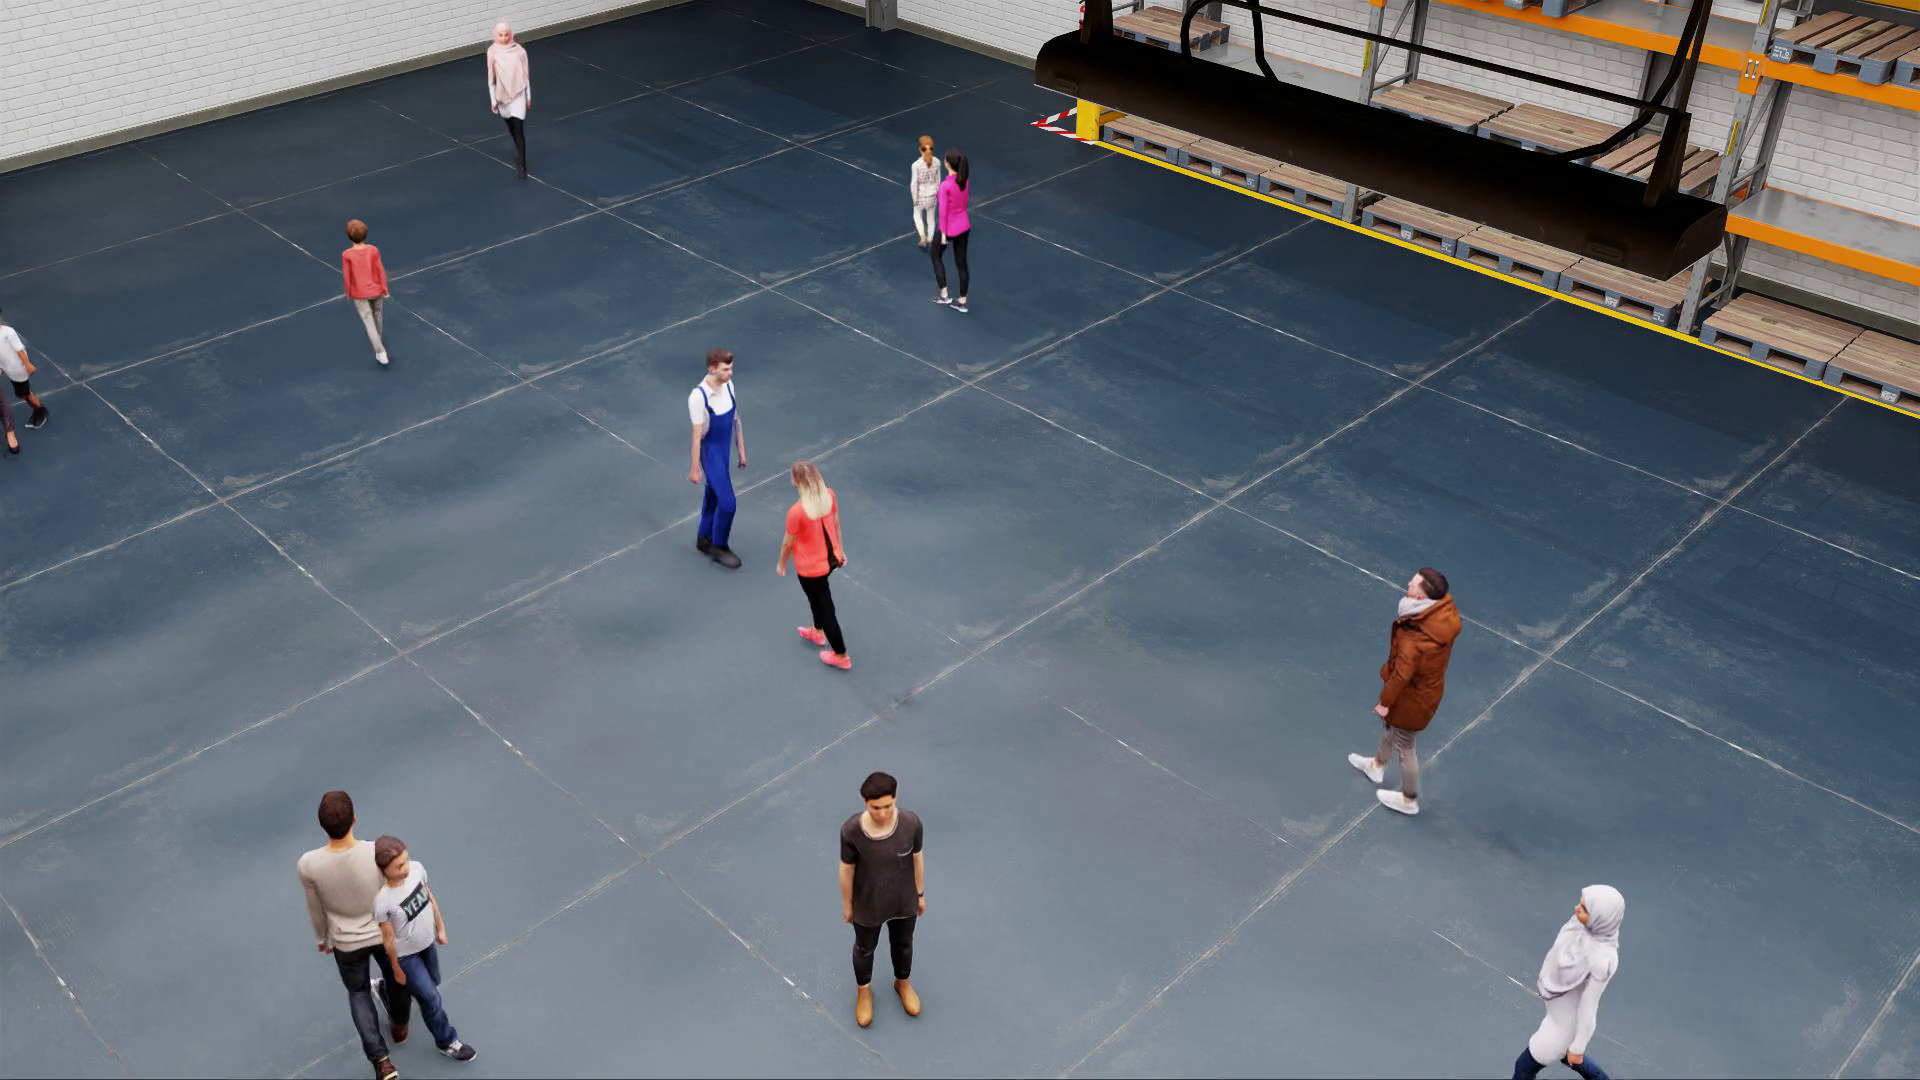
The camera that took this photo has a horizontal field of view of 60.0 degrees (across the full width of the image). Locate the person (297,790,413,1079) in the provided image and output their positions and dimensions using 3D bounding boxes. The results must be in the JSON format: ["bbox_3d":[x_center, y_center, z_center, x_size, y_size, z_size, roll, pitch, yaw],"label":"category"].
[{"bbox_3d":[-3.113,2.122,8.694,0.916,1.850,1.121,-12,35,-17],"label":"person"}]

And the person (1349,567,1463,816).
[{"bbox_3d":[2.914,0.990,10.422,0.867,1.822,0.763,24,40,31],"label":"person"}]

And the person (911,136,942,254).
[{"bbox_3d":[-0.337,-3.713,17.970,0.613,1.300,0.638,-13,36,-18],"label":"person"}]

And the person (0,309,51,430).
[{"bbox_3d":[-8.414,-1.607,14.851,0.582,1.245,0.659,8,34,11],"label":"person"}]

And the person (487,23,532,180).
[{"bbox_3d":[-5.387,-5.295,19.936,1.124,1.758,1.262,-4,34,-6],"label":"person"}]

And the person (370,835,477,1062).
[{"bbox_3d":[-2.996,2.158,8.917,0.995,1.542,0.757,14,36,20],"label":"person"}]

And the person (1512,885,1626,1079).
[{"bbox_3d":[3.135,2.414,8.351,1.203,1.744,1.026,7,34,10],"label":"person"}]

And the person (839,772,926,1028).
[{"bbox_3d":[-0.422,1.930,9.102,0.708,1.717,0.724,-7,34,-11],"label":"person"}]

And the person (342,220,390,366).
[{"bbox_3d":[-5.627,-2.334,15.820,0.659,1.383,0.974,-19,38,-26],"label":"person"}]

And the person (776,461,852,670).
[{"bbox_3d":[-0.928,0.216,11.724,0.855,1.671,0.711,21,39,28],"label":"person"}]

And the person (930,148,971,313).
[{"bbox_3d":[0.000,-3.072,16.659,0.590,1.682,0.656,-27,42,-34],"label":"person"}]

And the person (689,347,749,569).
[{"bbox_3d":[-1.978,-0.690,12.948,0.822,1.824,0.762,20,38,27],"label":"person"}]
